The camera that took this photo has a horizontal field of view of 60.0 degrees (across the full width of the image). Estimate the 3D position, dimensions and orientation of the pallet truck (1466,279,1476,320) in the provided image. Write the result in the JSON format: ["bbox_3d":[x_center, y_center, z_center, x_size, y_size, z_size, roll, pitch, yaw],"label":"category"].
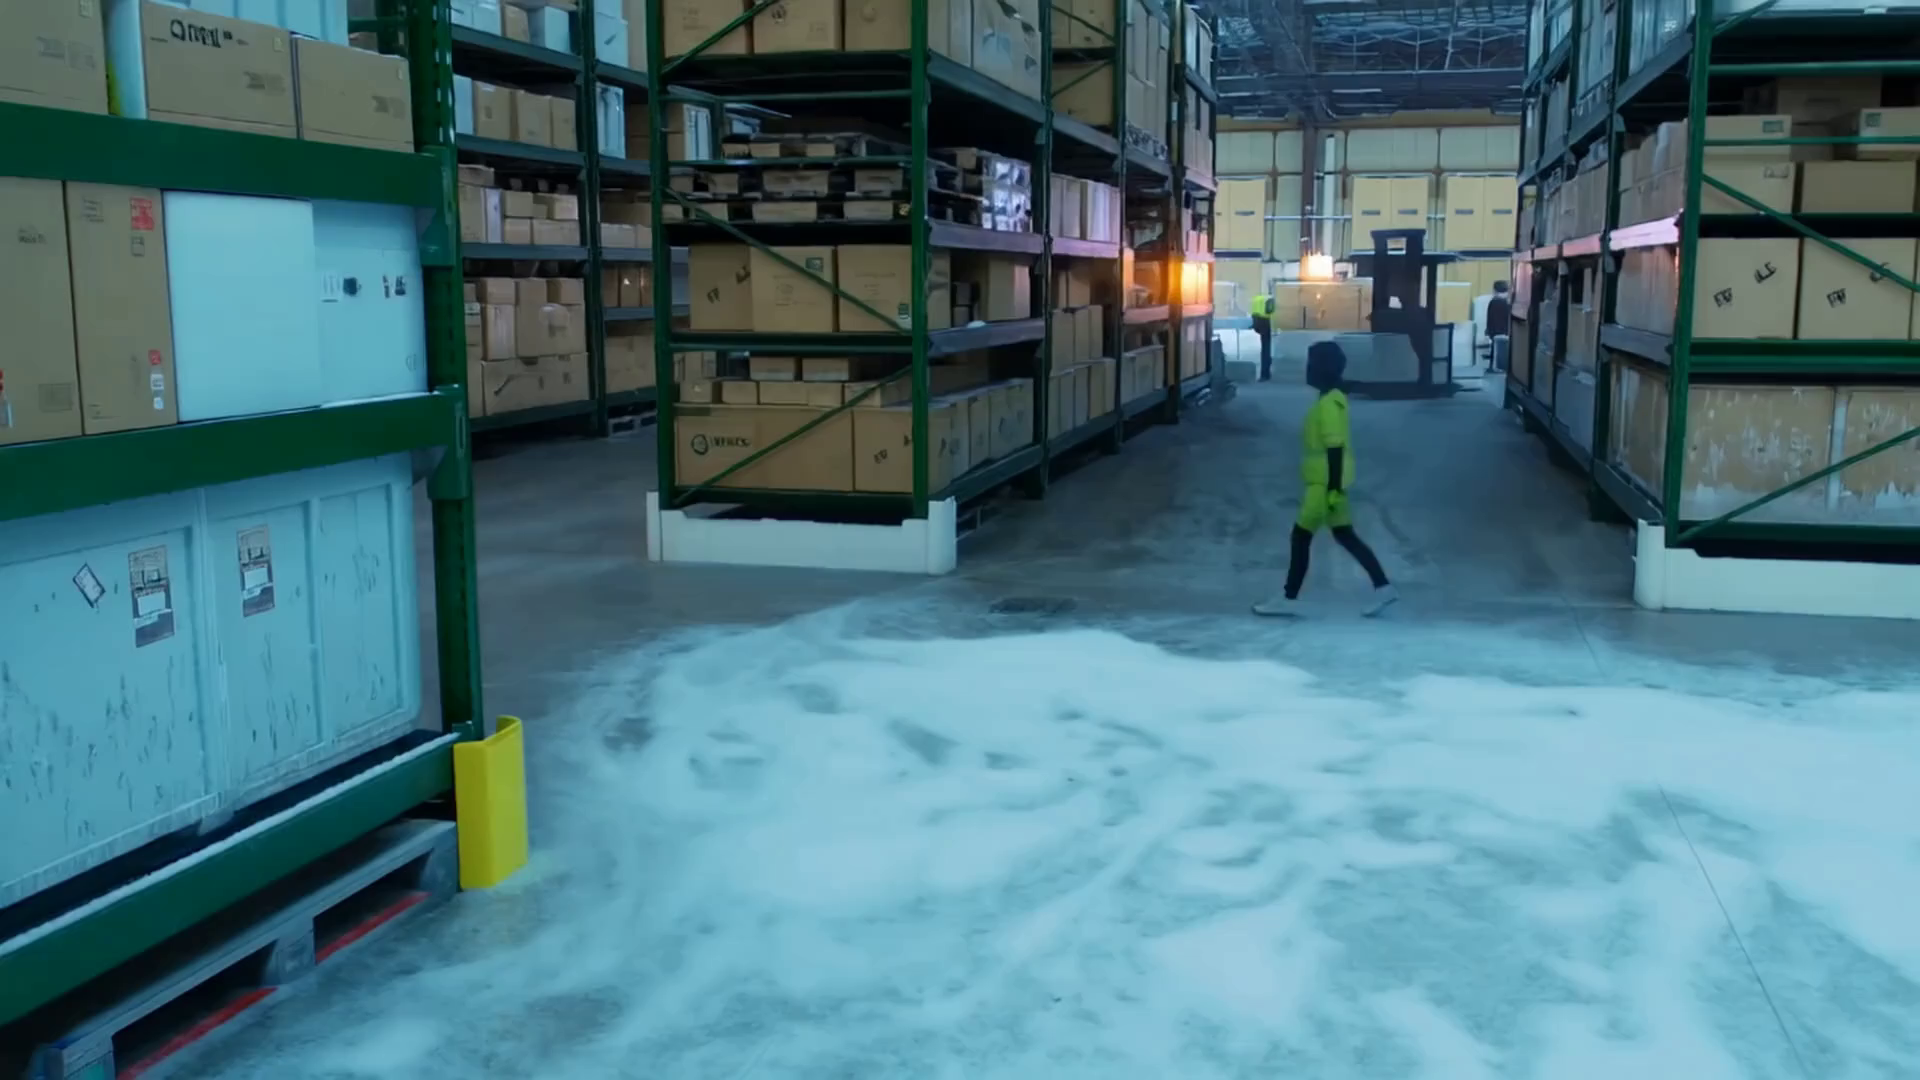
[{"bbox_3d":[18.896,-8.459,60.307,1.885,1.965,0.823,5,10,31],"label":"pallet truck"}]

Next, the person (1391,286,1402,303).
[{"bbox_3d":[9.661,-4.698,36.910,0.429,1.844,0.625,-1,9,-7],"label":"person"}]

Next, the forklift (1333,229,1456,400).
[{"bbox_3d":[7.288,-3.799,27.909,1.873,2.768,1.129,-5,10,-30],"label":"forklift"}]

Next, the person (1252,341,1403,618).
[{"bbox_3d":[2.227,-0.346,9.843,0.853,1.663,0.539,2,9,13],"label":"person"}]

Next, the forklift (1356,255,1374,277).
[{"bbox_3d":[14.147,-8.466,57.559,1.129,2.768,1.873,-2,9,-11],"label":"forklift"}]

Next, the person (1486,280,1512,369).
[{"bbox_3d":[9.716,-3.686,29.989,0.383,1.993,0.622,-1,9,-7],"label":"person"}]
